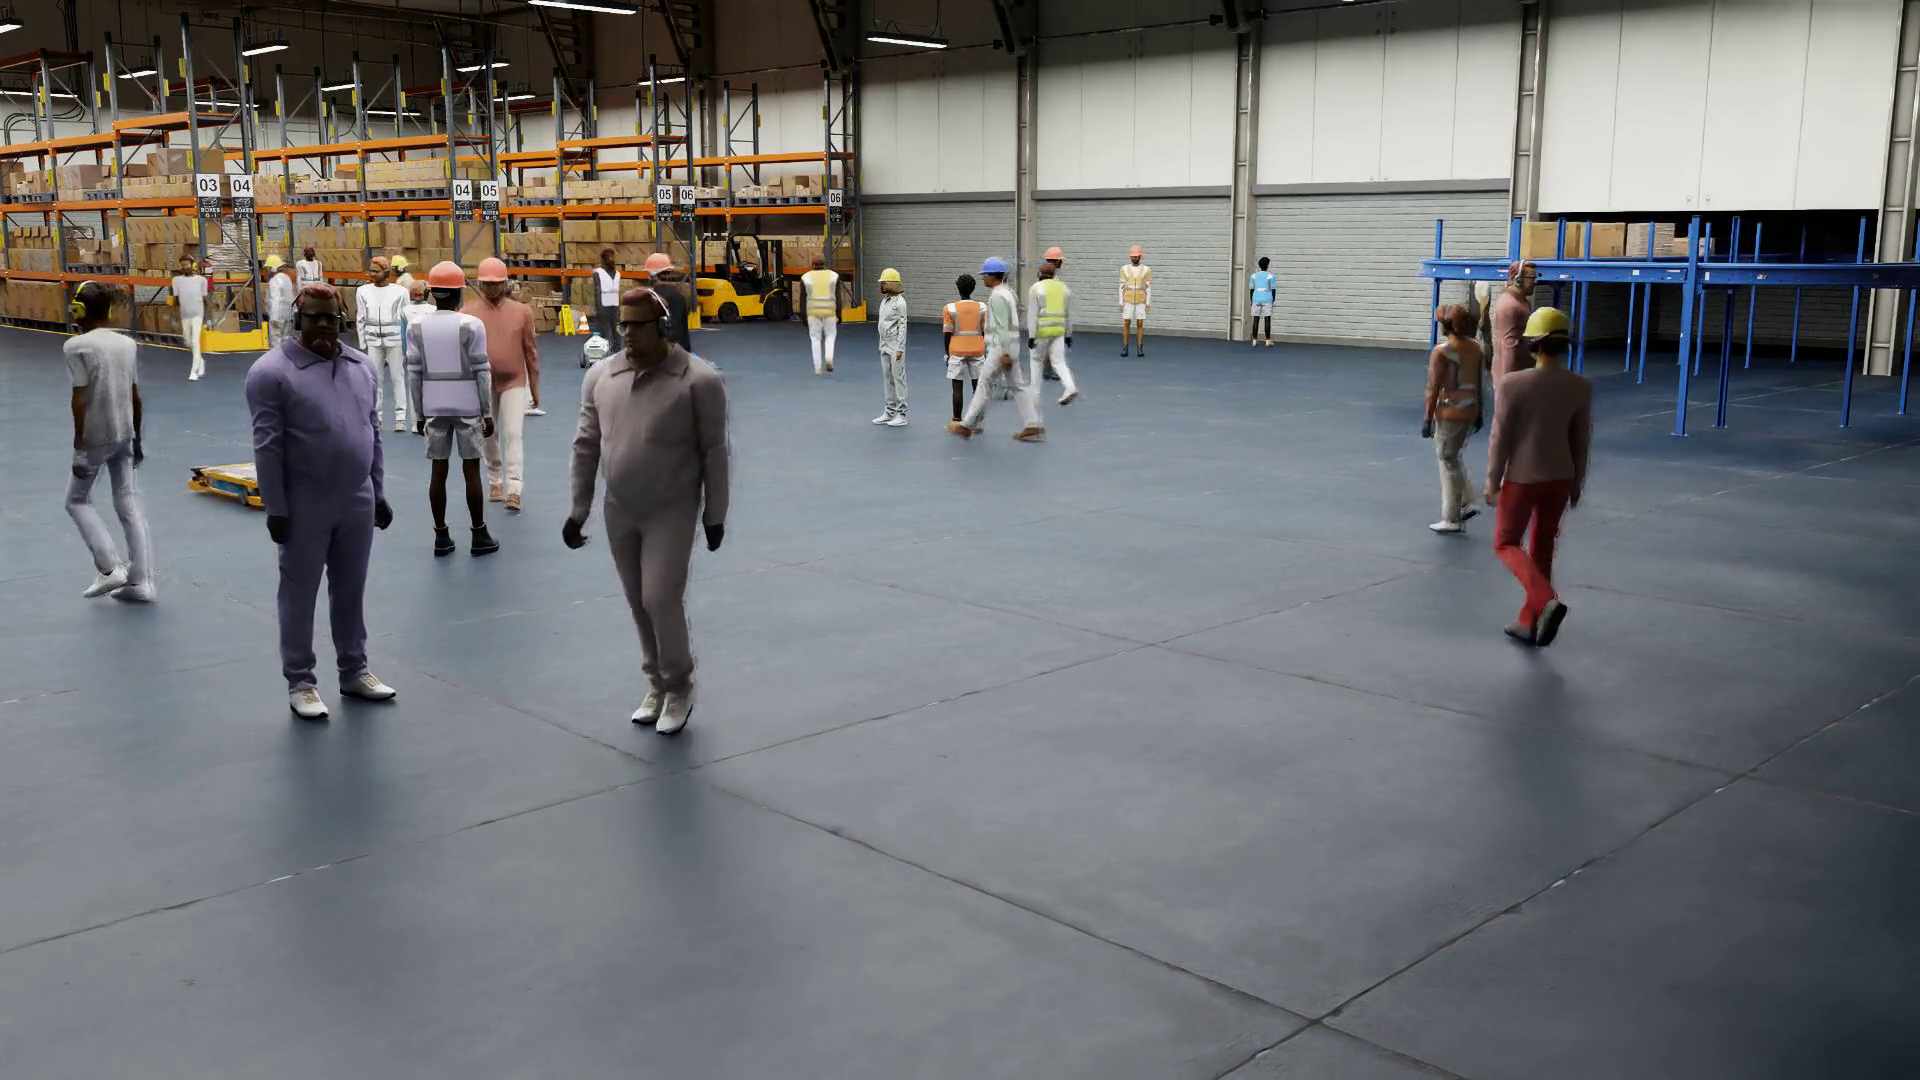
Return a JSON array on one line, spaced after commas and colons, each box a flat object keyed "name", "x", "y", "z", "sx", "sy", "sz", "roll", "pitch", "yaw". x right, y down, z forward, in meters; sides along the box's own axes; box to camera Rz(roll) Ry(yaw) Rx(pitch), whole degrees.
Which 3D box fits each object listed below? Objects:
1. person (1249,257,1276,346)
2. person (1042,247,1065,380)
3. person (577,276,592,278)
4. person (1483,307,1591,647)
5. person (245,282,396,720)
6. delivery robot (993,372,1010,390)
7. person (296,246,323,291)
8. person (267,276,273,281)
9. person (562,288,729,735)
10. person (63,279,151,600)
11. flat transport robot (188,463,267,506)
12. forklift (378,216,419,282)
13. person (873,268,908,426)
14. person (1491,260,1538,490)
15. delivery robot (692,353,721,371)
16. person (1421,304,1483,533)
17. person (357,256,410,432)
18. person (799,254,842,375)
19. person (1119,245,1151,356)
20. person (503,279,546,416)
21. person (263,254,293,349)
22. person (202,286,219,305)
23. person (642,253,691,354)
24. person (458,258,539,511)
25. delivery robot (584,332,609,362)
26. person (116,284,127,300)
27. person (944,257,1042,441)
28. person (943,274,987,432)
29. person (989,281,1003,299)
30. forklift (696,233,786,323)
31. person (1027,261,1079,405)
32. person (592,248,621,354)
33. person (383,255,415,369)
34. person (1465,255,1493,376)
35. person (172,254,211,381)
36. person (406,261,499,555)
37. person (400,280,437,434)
[{"name": "person", "x": 5.787, "y": -4.553, "z": 31.793, "sx": 0.534, "sy": 1.697, "sz": 0.322, "roll": 6, "pitch": 12, "yaw": 29}, {"name": "person", "x": 1.366, "y": -3.348, "z": 24.561, "sx": 0.368, "sy": 1.939, "sz": 0.542, "roll": 0, "pitch": 10, "yaw": -2}, {"name": "person", "x": -9.485, "y": -6.664, "z": 42.754, "sx": 0.711, "sy": 1.895, "sz": 0.590, "roll": -8, "pitch": 13, "yaw": -36}, {"name": "person", "x": 2.965, "y": -0.304, "z": 8.459, "sx": 0.536, "sy": 1.750, "sz": 0.581, "roll": -3, "pitch": 11, "yaw": -13}, {"name": "person", "x": -2.807, "y": -0.185, "z": 7.413, "sx": 0.400, "sy": 1.905, "sz": 0.643, "roll": 7, "pitch": 12, "yaw": 33}, {"name": "delivery robot", "x": 0.527, "y": -2.179, "z": 21.823, "sx": 0.477, "sy": 0.478, "sz": 0.707, "roll": 2, "pitch": 11, "yaw": 12}, {"name": "person", "x": -13.808, "y": -5.306, "z": 35.388, "sx": 0.337, "sy": 1.882, "sz": 0.585, "roll": 10, "pitch": 14, "yaw": 42}, {"name": "person", "x": -18.516, "y": -7.072, "z": 44.900, "sx": 0.415, "sy": 1.922, "sz": 0.553, "roll": 10, "pitch": 14, "yaw": 44}, {"name": "person", "x": -1.352, "y": -0.117, "z": 7.087, "sx": 0.647, "sy": 1.884, "sz": 0.590, "roll": 4, "pitch": 11, "yaw": 21}, {"name": "person", "x": -4.951, "y": -0.566, "z": 9.603, "sx": 0.510, "sy": 1.856, "sz": 0.561, "roll": 4, "pitch": 11, "yaw": 20}, {"name": "flat transport robot", "x": -5.669, "y": -0.473, "z": 13.552, "sx": 1.431, "sy": 0.197, "sz": 0.652, "roll": 10, "pitch": 14, "yaw": 42}, {"name": "forklift", "x": -17.868, "y": -9.201, "z": 54.028, "sx": 1.873, "sy": 2.768, "sz": 1.129, "roll": -10, "pitch": 14, "yaw": -44}, {"name": "person", "x": -0.771, "y": -2.157, "z": 18.604, "sx": 0.294, "sy": 1.744, "sz": 0.485, "roll": -7, "pitch": 12, "yaw": -32}, {"name": "person", "x": 4.650, "y": -1.383, "z": 13.942, "sx": 0.403, "sy": 1.904, "sz": 0.652, "roll": 4, "pitch": 11, "yaw": 19}, {"name": "delivery robot", "x": -3.542, "y": -2.402, "z": 22.334, "sx": 0.698, "sy": 0.223, "sz": 0.335, "roll": 6, "pitch": 12, "yaw": 30}, {"name": "person", "x": 3.494, "y": -0.862, "z": 11.843, "sx": 0.532, "sy": 1.623, "sz": 0.377, "roll": -8, "pitch": 13, "yaw": -38}, {"name": "person", "x": -6.221, "y": -2.116, "z": 18.001, "sx": 0.574, "sy": 1.881, "sz": 0.358, "roll": -1, "pitch": 10, "yaw": -4}, {"name": "person", "x": -2.128, "y": -3.444, "z": 25.384, "sx": 0.656, "sy": 1.828, "sz": 0.453, "roll": -1, "pitch": 10, "yaw": -7}, {"name": "person", "x": 3.071, "y": -4.202, "z": 29.225, "sx": 0.551, "sy": 1.934, "sz": 0.373, "roll": 1, "pitch": 10, "yaw": 5}, {"name": "person", "x": -5.345, "y": -2.268, "z": 19.590, "sx": 0.824, "sy": 1.604, "sz": 0.526, "roll": 4, "pitch": 11, "yaw": 19}, {"name": "person", "x": -10.422, "y": -3.473, "z": 25.561, "sx": 0.608, "sy": 1.816, "sz": 0.609, "roll": 0, "pitch": 10, "yaw": 2}, {"name": "person", "x": -18.761, "y": -6.390, "z": 41.272, "sx": 0.648, "sy": 1.883, "sz": 1.007, "roll": -10, "pitch": 14, "yaw": -43}, {"name": "person", "x": -2.851, "y": -1.764, "z": 15.929, "sx": 1.010, "sy": 1.945, "sz": 0.631, "roll": 5, "pitch": 11, "yaw": 24}, {"name": "person", "x": -3.624, "y": -1.225, "z": 12.995, "sx": 0.652, "sy": 1.939, "sz": 1.047, "roll": -2, "pitch": 11, "yaw": -13}, {"name": "delivery robot", "x": -5.896, "y": -3.126, "z": 26.990, "sx": 0.477, "sy": 0.478, "sz": 0.707, "roll": -1, "pitch": 10, "yaw": -7}, {"name": "person", "x": -21.175, "y": -6.534, "z": 41.778, "sx": 0.619, "sy": 2.010, "sz": 1.006, "roll": -3, "pitch": 11, "yaw": -16}, {"name": "person", "x": 0.376, "y": -1.960, "z": 17.144, "sx": 1.025, "sy": 1.883, "sz": 0.629, "roll": 2, "pitch": 11, "yaw": 10}, {"name": "person", "x": 0.067, "y": -1.997, "z": 17.860, "sx": 0.535, "sy": 1.697, "sz": 0.318, "roll": -3, "pitch": 11, "yaw": -16}, {"name": "person", "x": 0.596, "y": -3.929, "z": 28.599, "sx": 0.370, "sy": 1.617, "sz": 0.521, "roll": -2, "pitch": 11, "yaw": -12}, {"name": "forklift", "x": -5.496, "y": -6.489, "z": 41.108, "sx": 2.313, "sy": 2.155, "sz": 1.214, "roll": -10, "pitch": 14, "yaw": -44}, {"name": "person", "x": 1.145, "y": -2.564, "z": 20.689, "sx": 0.664, "sy": 1.802, "sz": 0.856, "roll": -5, "pitch": 12, "yaw": -27}, {"name": "person", "x": -5.742, "y": -3.777, "z": 27.002, "sx": 0.717, "sy": 1.903, "sz": 0.601, "roll": 7, "pitch": 12, "yaw": 33}, {"name": "person", "x": -8.868, "y": -3.587, "z": 26.273, "sx": 0.926, "sy": 1.780, "sz": 0.624, "roll": -4, "pitch": 11, "yaw": -22}, {"name": "person", "x": 7.783, "y": -3.382, "z": 25.112, "sx": 0.906, "sy": 1.818, "sz": 0.517, "roll": -3, "pitch": 11, "yaw": -13}, {"name": "person", "x": -11.363, "y": -3.301, "z": 24.607, "sx": 0.518, "sy": 1.840, "sz": 0.817, "roll": -2, "pitch": 11, "yaw": -8}, {"name": "person", "x": -3.368, "y": -0.871, "z": 11.055, "sx": 0.542, "sy": 1.939, "sz": 0.362, "roll": 0, "pitch": 10, "yaw": 1}, {"name": "person", "x": -5.712, "y": -1.945, "z": 17.729, "sx": 0.514, "sy": 1.641, "sz": 0.309, "roll": 3, "pitch": 11, "yaw": 16}]
